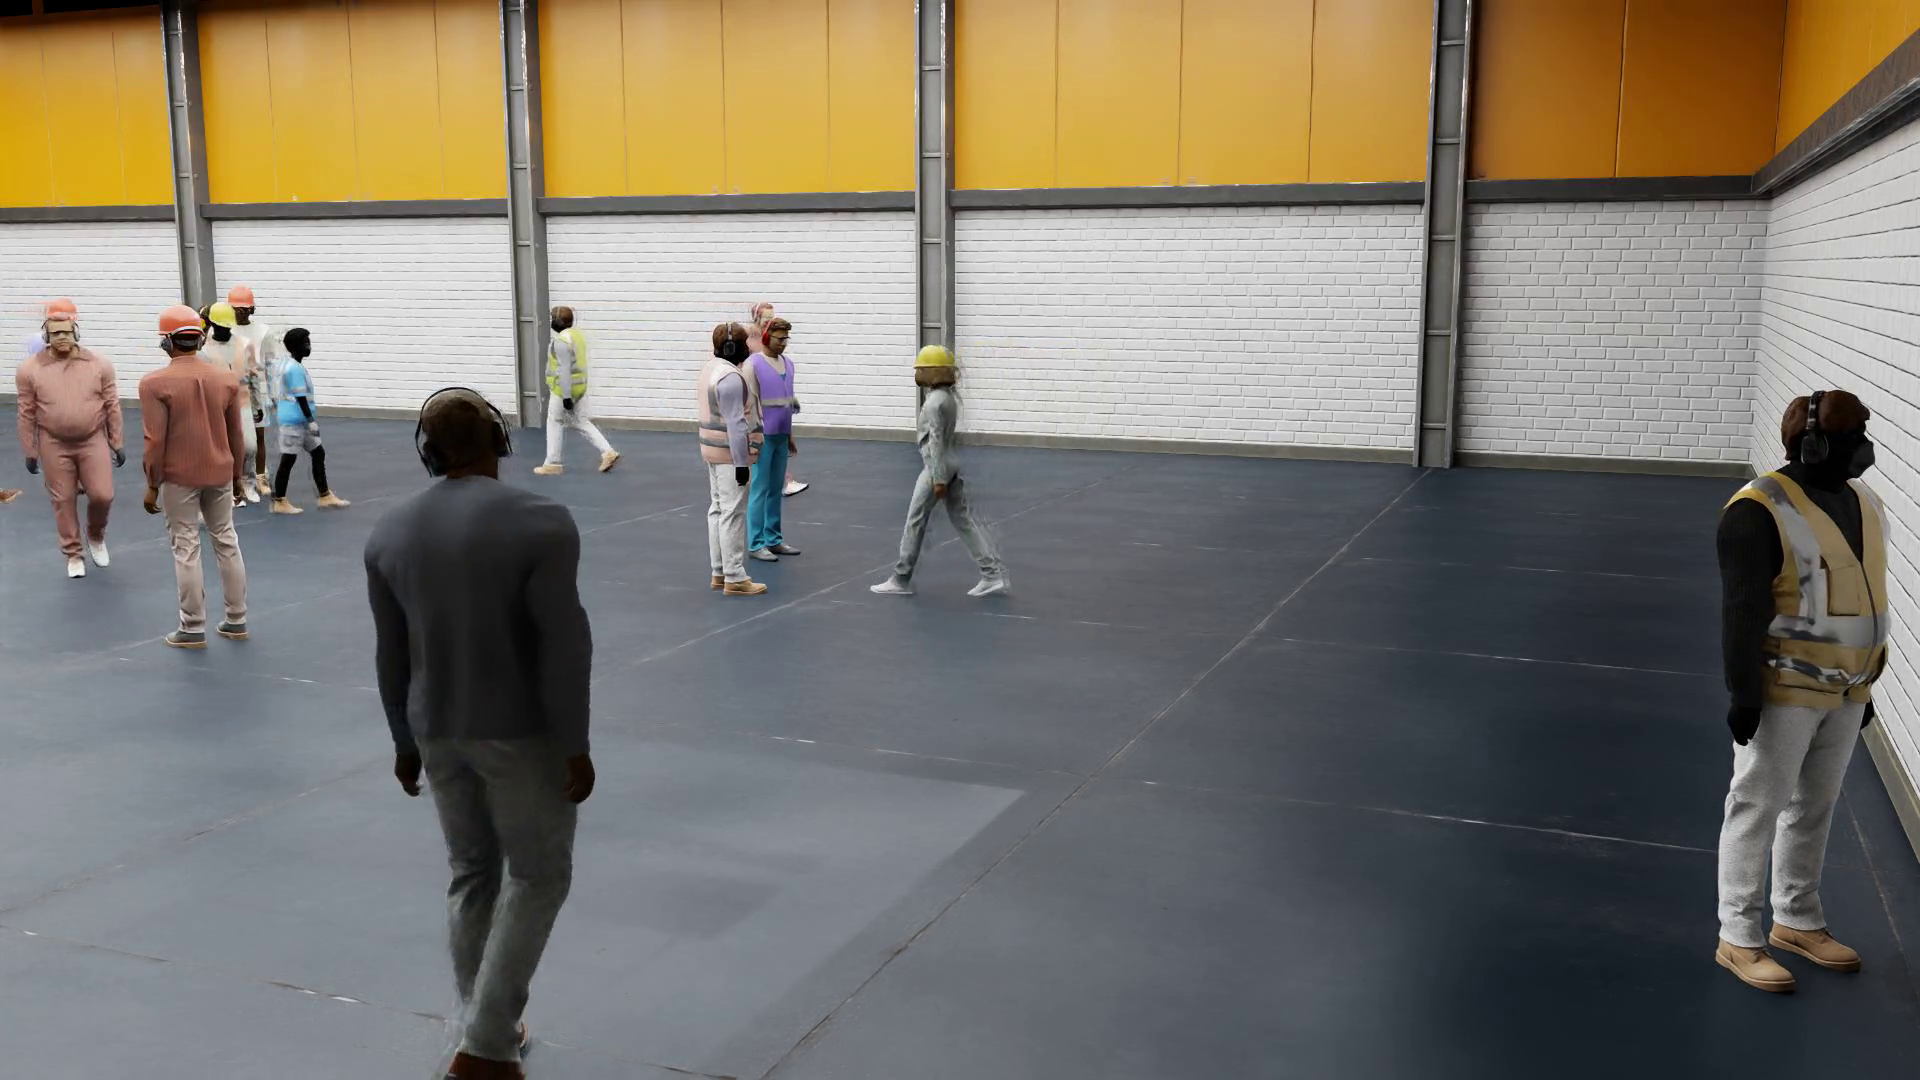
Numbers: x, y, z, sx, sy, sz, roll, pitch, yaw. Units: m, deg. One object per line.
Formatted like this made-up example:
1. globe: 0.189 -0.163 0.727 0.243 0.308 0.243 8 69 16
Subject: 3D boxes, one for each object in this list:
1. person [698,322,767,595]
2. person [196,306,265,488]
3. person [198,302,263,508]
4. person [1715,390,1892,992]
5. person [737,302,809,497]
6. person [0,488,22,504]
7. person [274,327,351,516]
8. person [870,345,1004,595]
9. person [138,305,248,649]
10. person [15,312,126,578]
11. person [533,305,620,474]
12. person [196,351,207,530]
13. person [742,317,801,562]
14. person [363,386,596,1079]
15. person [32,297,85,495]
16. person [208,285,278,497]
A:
1. person: -1.542 -0.551 11.282 0.429 1.843 0.633 -4 10 -23
2. person: -7.358 -1.413 16.546 0.918 1.837 0.529 4 10 21
3. person: -6.670 -1.221 15.194 0.625 1.885 0.489 -8 12 -40
4. person: 2.623 0.457 5.163 0.633 1.846 0.429 -5 11 -27
5. person: -1.818 -1.342 15.996 0.970 1.857 0.659 4 10 25
6. person: -9.124 -1.198 15.201 0.921 1.839 0.575 -4 10 -22
7. person: -5.796 -1.048 14.808 0.754 1.667 0.538 -3 10 -16
8. person: -0.115 -0.456 11.172 0.904 1.699 0.501 3 10 15
9. person: -4.473 -0.367 9.706 0.396 1.992 0.623 6 11 34
10. person: -6.324 -0.673 11.854 0.674 1.893 0.421 -5 11 -29
11. person: -4.097 -1.591 17.714 0.889 1.812 0.634 1 9 8
12. person: -6.478 -0.974 13.827 0.472 1.845 0.554 -2 10 -11
13. person: -1.444 -0.769 12.614 0.401 1.837 0.564 5 11 27
14. person: -1.316 0.557 4.424 0.693 1.895 0.673 3 10 17
15. person: -8.622 -1.368 16.007 0.453 1.913 0.579 1 9 7
16. person: -6.809 -1.402 15.862 0.605 2.034 0.392 -7 12 -37
